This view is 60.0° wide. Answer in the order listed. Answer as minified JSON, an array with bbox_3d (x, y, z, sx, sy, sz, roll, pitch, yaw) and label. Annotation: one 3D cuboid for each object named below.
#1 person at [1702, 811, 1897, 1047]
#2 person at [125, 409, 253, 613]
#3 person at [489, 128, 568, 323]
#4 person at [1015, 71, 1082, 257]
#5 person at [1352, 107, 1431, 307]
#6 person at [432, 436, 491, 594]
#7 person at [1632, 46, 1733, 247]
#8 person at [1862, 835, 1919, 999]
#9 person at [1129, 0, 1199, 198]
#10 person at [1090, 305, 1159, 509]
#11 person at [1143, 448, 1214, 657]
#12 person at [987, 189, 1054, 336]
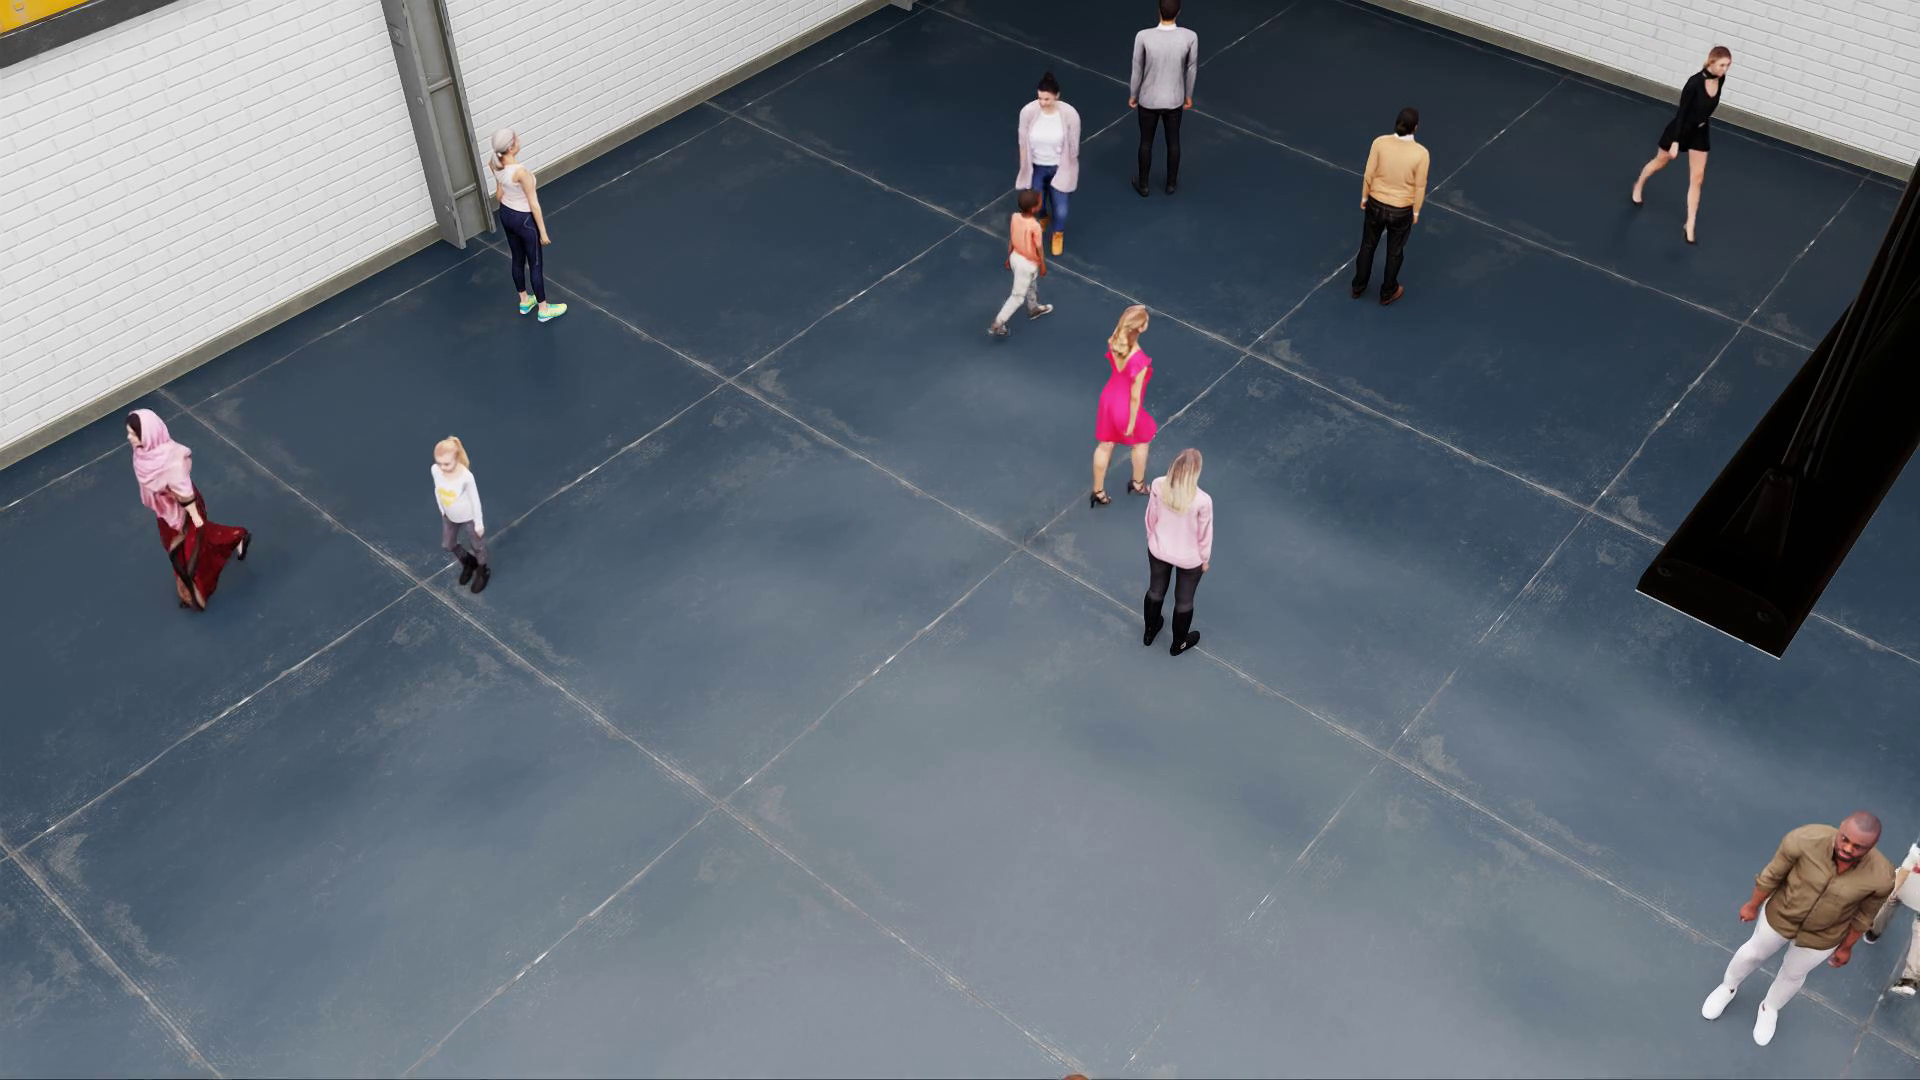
[{"bbox_3d":[4.365,1.971,8.608,0.746,1.825,0.584,25,49,24],"label":"person"},{"bbox_3d":[-5.171,-0.277,11.113,0.692,1.626,0.876,32,52,29],"label":"person"},{"bbox_3d":[-3.555,-2.559,13.453,0.620,1.702,0.541,26,49,25],"label":"person"},{"bbox_3d":[0.783,-3.254,14.163,0.843,1.729,0.888,7,44,7],"label":"person"},{"bbox_3d":[3.516,-2.732,13.597,0.701,1.753,0.632,21,47,20],"label":"person"},{"bbox_3d":[-3.357,-0.216,11.304,0.587,1.273,0.608,13,45,13],"label":"person"},{"bbox_3d":[6.243,-3.502,14.436,1.147,1.710,1.057,-13,45,-13],"label":"person"},{"bbox_3d":[5.237,1.900,8.974,0.741,1.424,0.967,12,45,13],"label":"person"},{"bbox_3d":[1.787,-3.932,14.733,0.837,1.923,0.874,0,44,0],"label":"person"},{"bbox_3d":[1.071,-0.897,11.702,0.794,1.710,0.677,-26,50,-25],"label":"person"},{"bbox_3d":[1.389,0.071,10.702,0.621,1.688,0.562,25,49,24],"label":"person"},{"bbox_3d":[0.467,-2.205,13.383,0.957,1.286,0.657,-25,49,-24],"label":"person"}]
